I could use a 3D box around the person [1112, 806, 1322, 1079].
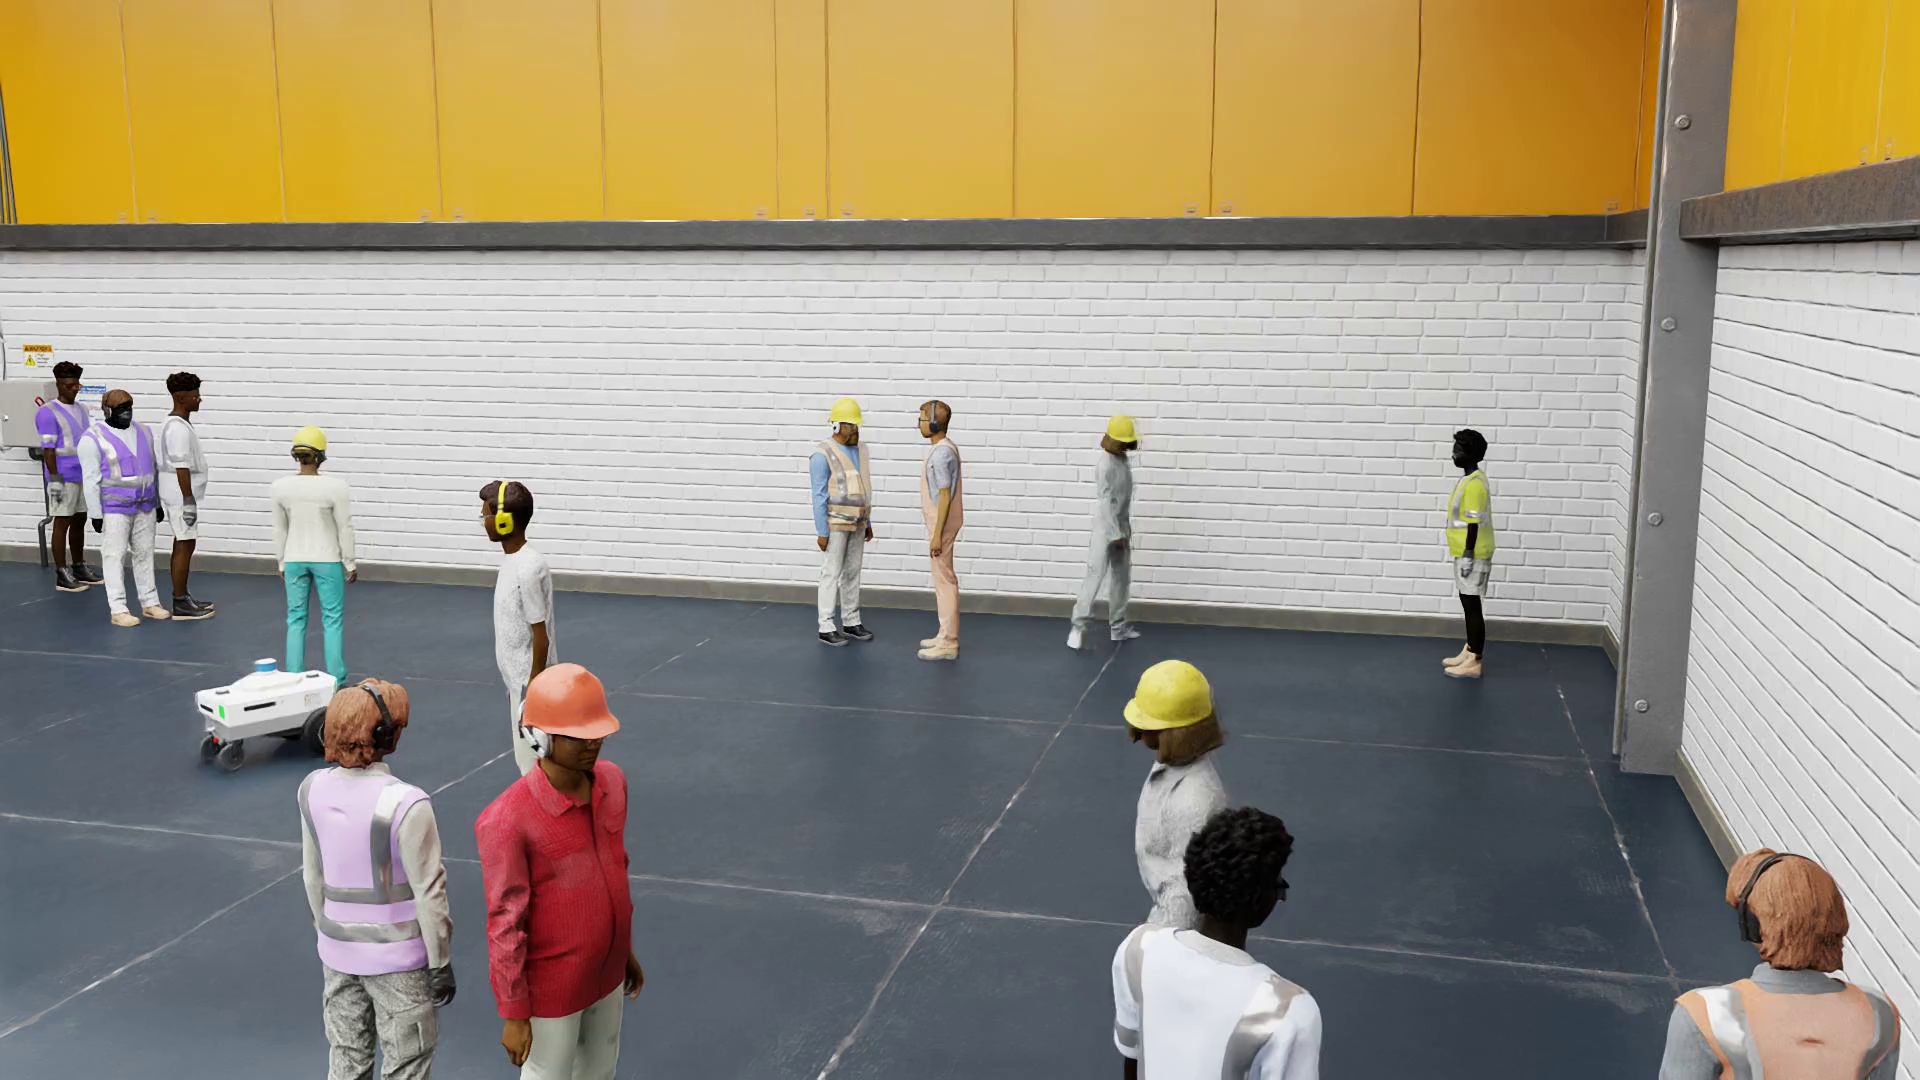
[{"bbox_3d":[0.545,1.397,3.589,0.320,1.686,0.541,-9,13,-43],"label":"person"}]

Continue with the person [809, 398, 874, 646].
[{"bbox_3d":[-0.851,-0.134,12.218,0.405,1.824,0.585,7,12,34],"label":"person"}]

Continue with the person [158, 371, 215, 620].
[{"bbox_3d":[-6.102,-0.350,13.100,0.382,1.958,0.606,-5,11,-27],"label":"person"}]

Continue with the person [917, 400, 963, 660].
[{"bbox_3d":[-0.141,-0.073,11.778,0.325,1.843,0.517,1,10,4],"label":"person"}]

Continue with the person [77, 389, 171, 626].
[{"bbox_3d":[-6.459,-0.252,12.881,0.429,1.839,0.632,5,11,26],"label":"person"}]

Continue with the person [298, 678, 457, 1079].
[{"bbox_3d":[-1.678,1.211,4.821,0.511,1.641,0.307,5,11,25],"label":"person"}]

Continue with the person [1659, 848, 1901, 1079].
[{"bbox_3d":[1.675,1.445,3.472,0.524,1.631,0.323,-1,10,-9],"label":"person"}]

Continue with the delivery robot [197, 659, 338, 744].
[{"bbox_3d":[-3.926,0.920,9.448,0.477,0.478,0.707,9,13,44],"label":"delivery robot"}]

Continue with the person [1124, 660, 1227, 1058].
[{"bbox_3d":[0.646,1.167,4.871,0.554,1.707,0.514,-1,10,-6],"label":"person"}]

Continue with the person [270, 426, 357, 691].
[{"bbox_3d":[-4.165,0.142,10.771,0.523,1.760,0.336,0,10,2],"label":"person"}]

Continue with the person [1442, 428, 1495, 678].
[{"bbox_3d":[3.457,0.086,11.299,0.322,1.689,0.530,1,10,9],"label":"person"}]

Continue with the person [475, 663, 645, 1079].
[{"bbox_3d":[-1.061,1.191,4.600,0.336,1.749,0.575,4,11,25],"label":"person"}]

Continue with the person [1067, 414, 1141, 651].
[{"bbox_3d":[1.092,-0.061,12.098,0.426,1.713,0.782,5,11,29],"label":"person"}]

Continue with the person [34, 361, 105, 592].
[{"bbox_3d":[-7.612,-0.551,14.248,0.373,1.962,0.607,1,10,4],"label":"person"}]

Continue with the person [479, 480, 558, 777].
[{"bbox_3d":[-1.952,0.656,7.426,0.312,1.865,0.535,-4,10,-21],"label":"person"}]
